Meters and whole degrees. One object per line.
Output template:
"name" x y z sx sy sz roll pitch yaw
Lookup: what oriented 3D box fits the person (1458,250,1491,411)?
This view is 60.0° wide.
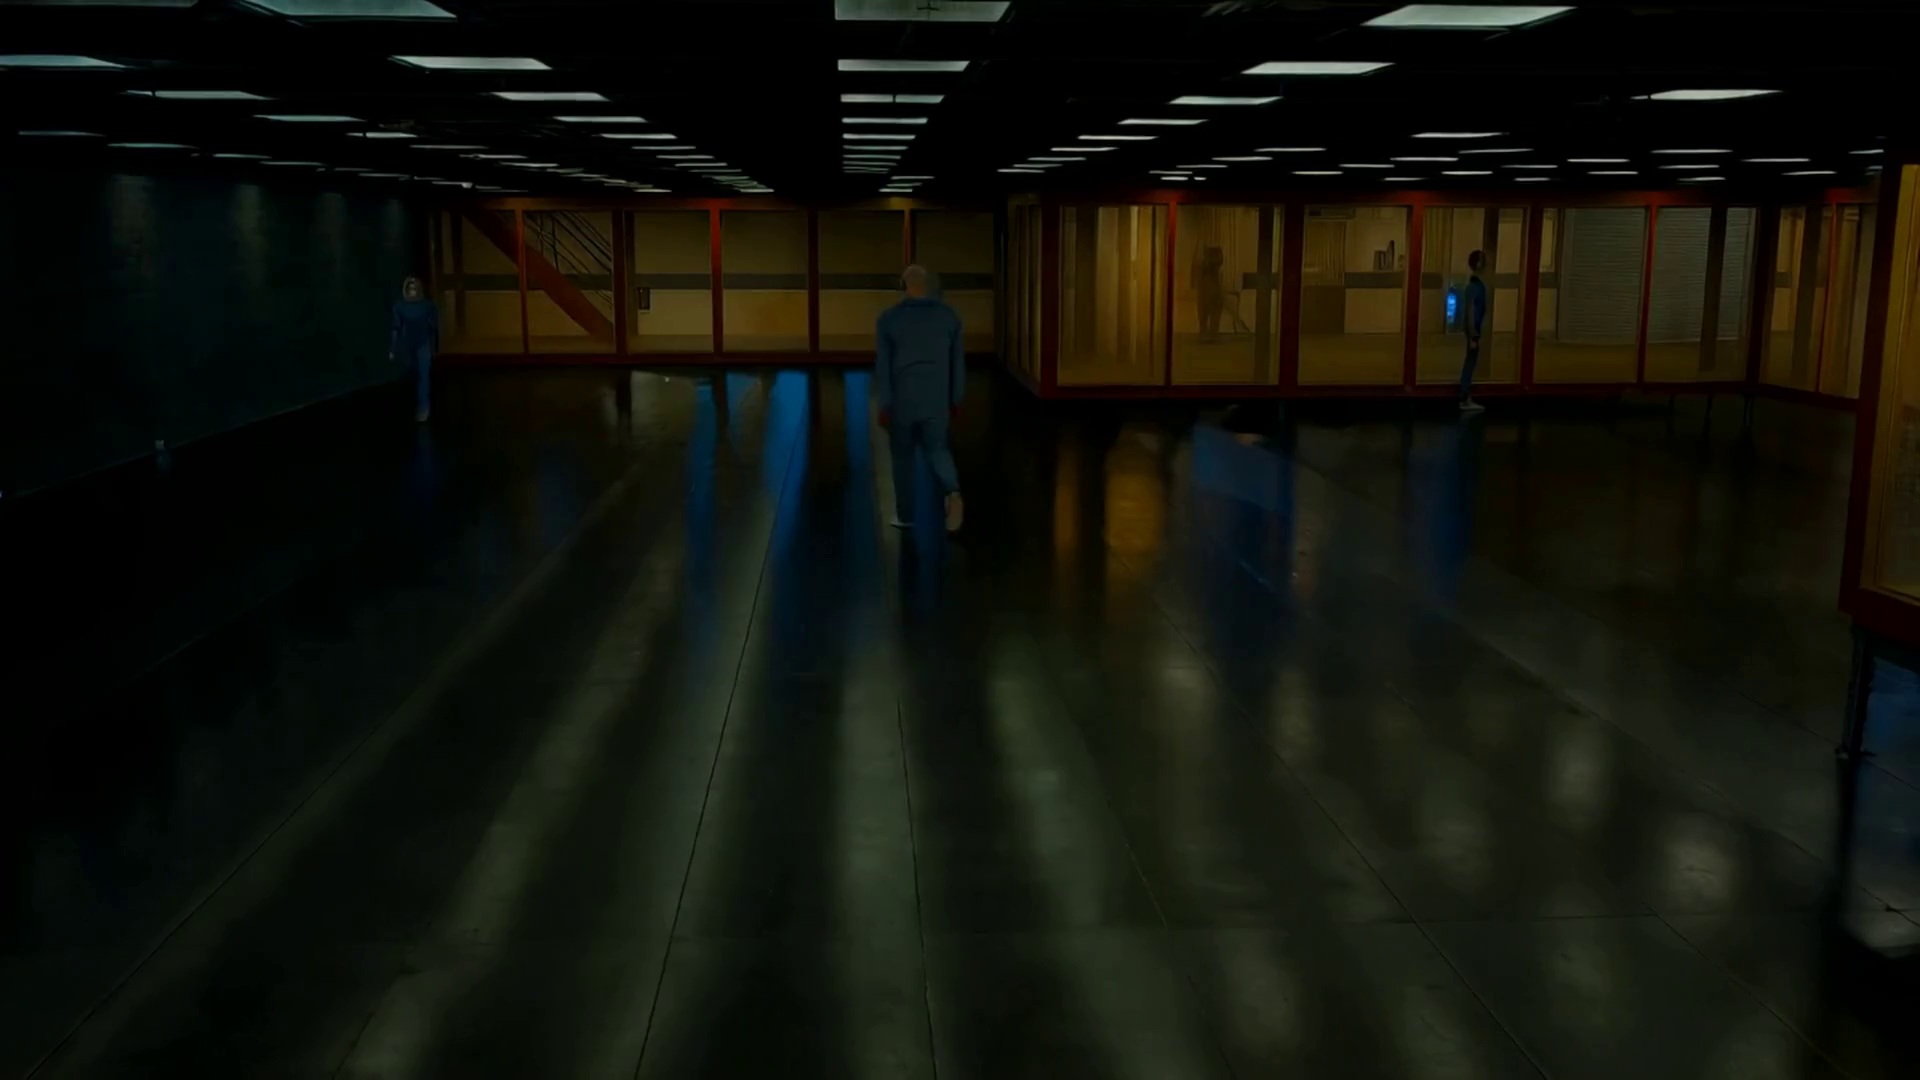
"person" 6.056 -2.457 19.534 0.326 1.876 0.520 3 11 16

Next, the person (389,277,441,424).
"person" -5.977 -2.074 18.236 0.505 1.588 0.864 0 11 0

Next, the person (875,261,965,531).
"person" -0.258 -0.969 11.464 0.653 1.890 0.718 -4 11 -22
